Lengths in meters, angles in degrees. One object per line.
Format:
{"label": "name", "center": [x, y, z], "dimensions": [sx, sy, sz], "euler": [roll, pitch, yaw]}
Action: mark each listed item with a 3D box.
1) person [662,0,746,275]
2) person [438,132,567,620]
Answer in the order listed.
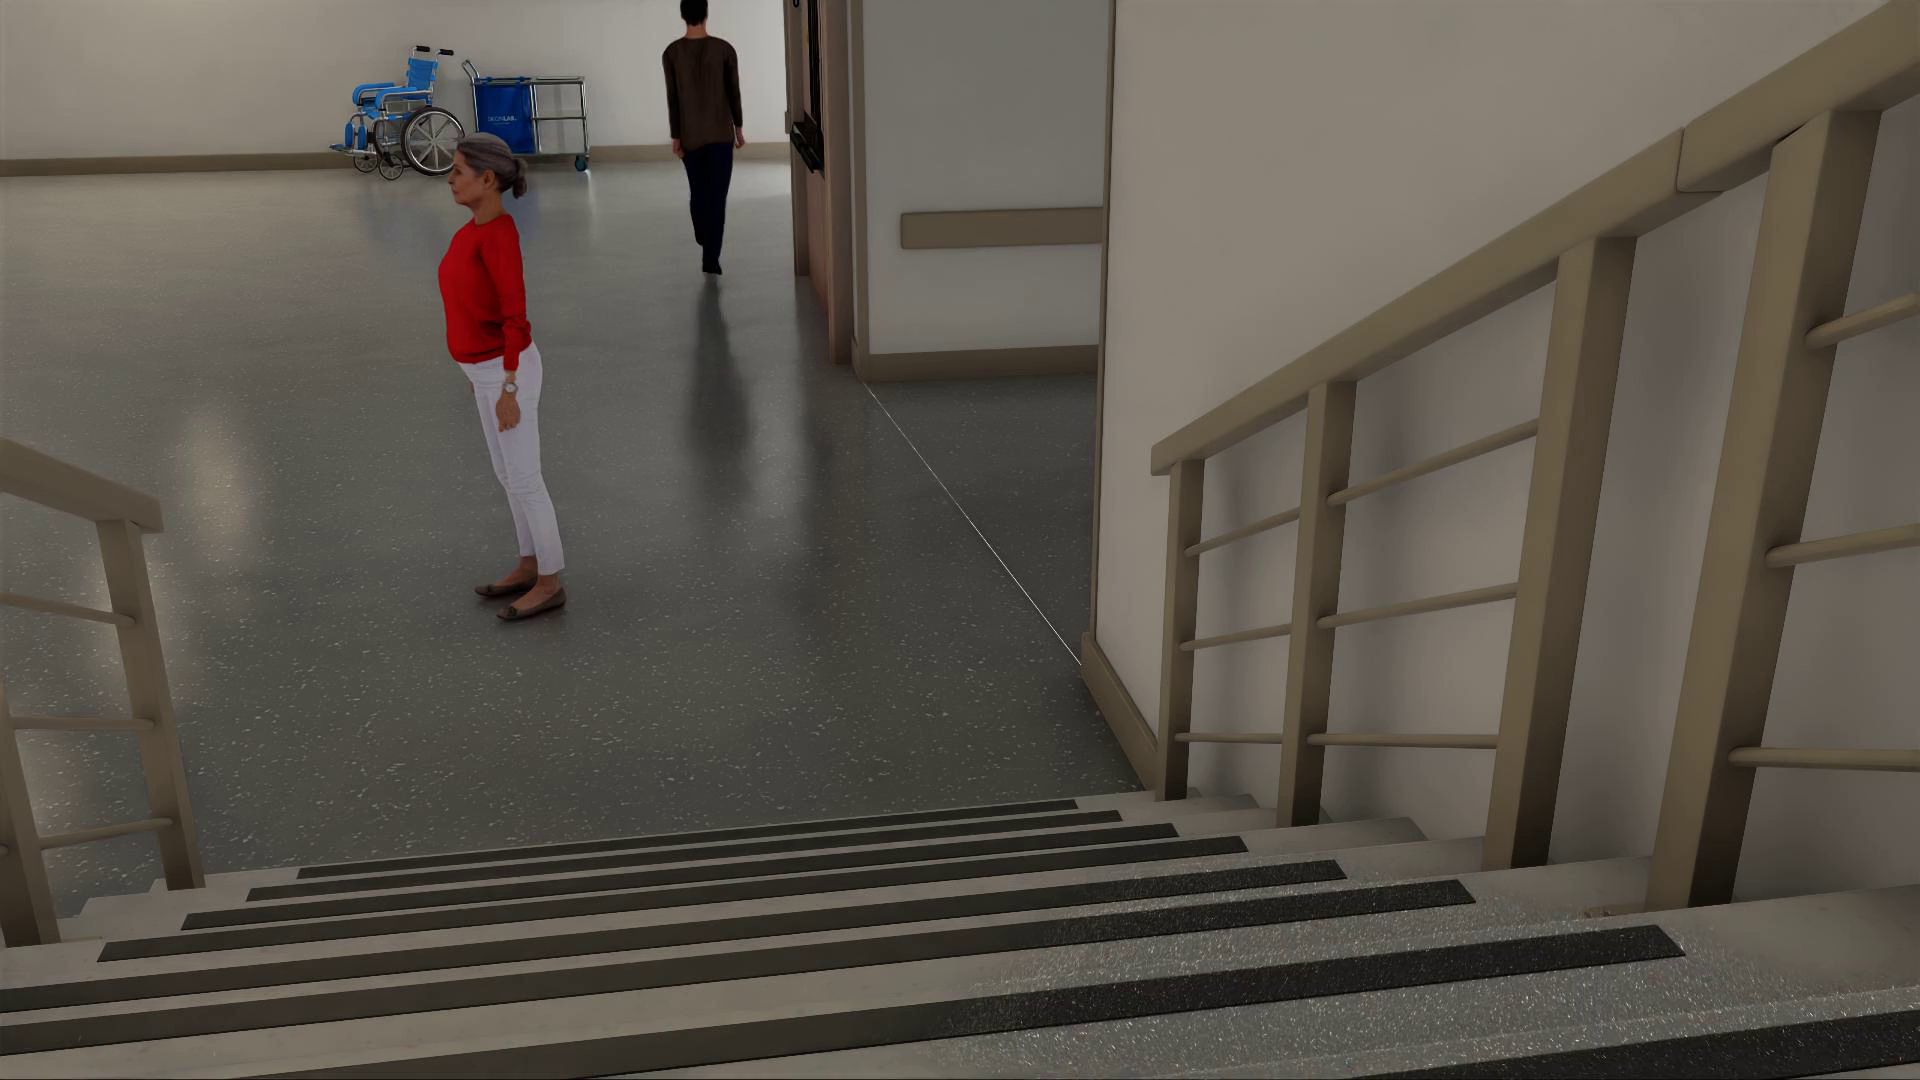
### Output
{"label": "person", "center": [-1.706, -2.678, 11.174], "dimensions": [0.846, 1.844, 1.244], "euler": [1, 21, 3]}
{"label": "person", "center": [-1.584, -0.557, 5.788], "dimensions": [0.684, 1.693, 0.572], "euler": [-12, 24, -29]}
